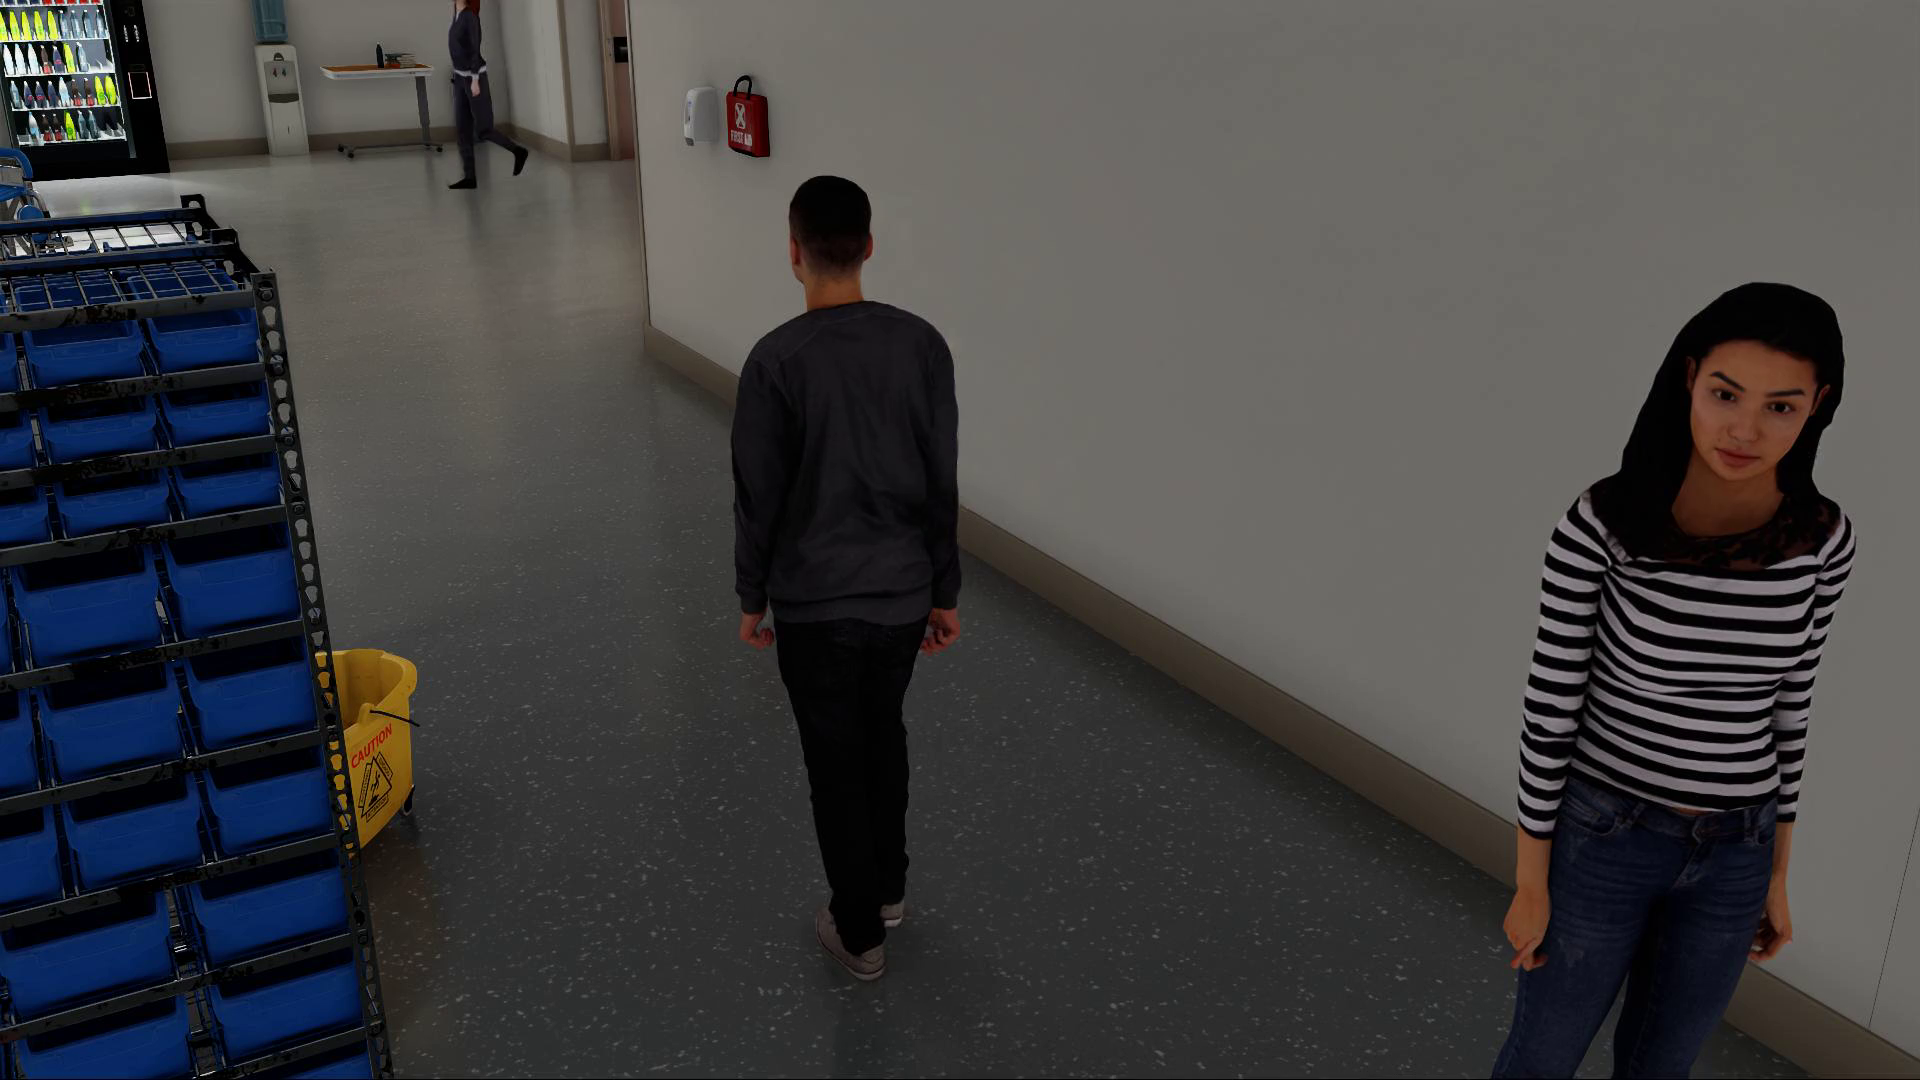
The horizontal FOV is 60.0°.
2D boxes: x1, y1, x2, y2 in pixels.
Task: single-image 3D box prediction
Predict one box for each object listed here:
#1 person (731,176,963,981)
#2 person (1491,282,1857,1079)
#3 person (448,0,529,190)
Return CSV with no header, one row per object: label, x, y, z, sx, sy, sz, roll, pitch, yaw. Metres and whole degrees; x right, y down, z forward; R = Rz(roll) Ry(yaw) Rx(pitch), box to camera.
person,-0.192,0.152,3.454,0.575,1.751,0.717,-8,22,-21
person,1.026,0.494,2.490,0.589,1.794,0.715,-1,21,-2
person,-4.024,-3.830,13.957,0.942,1.759,0.664,-15,25,-34
